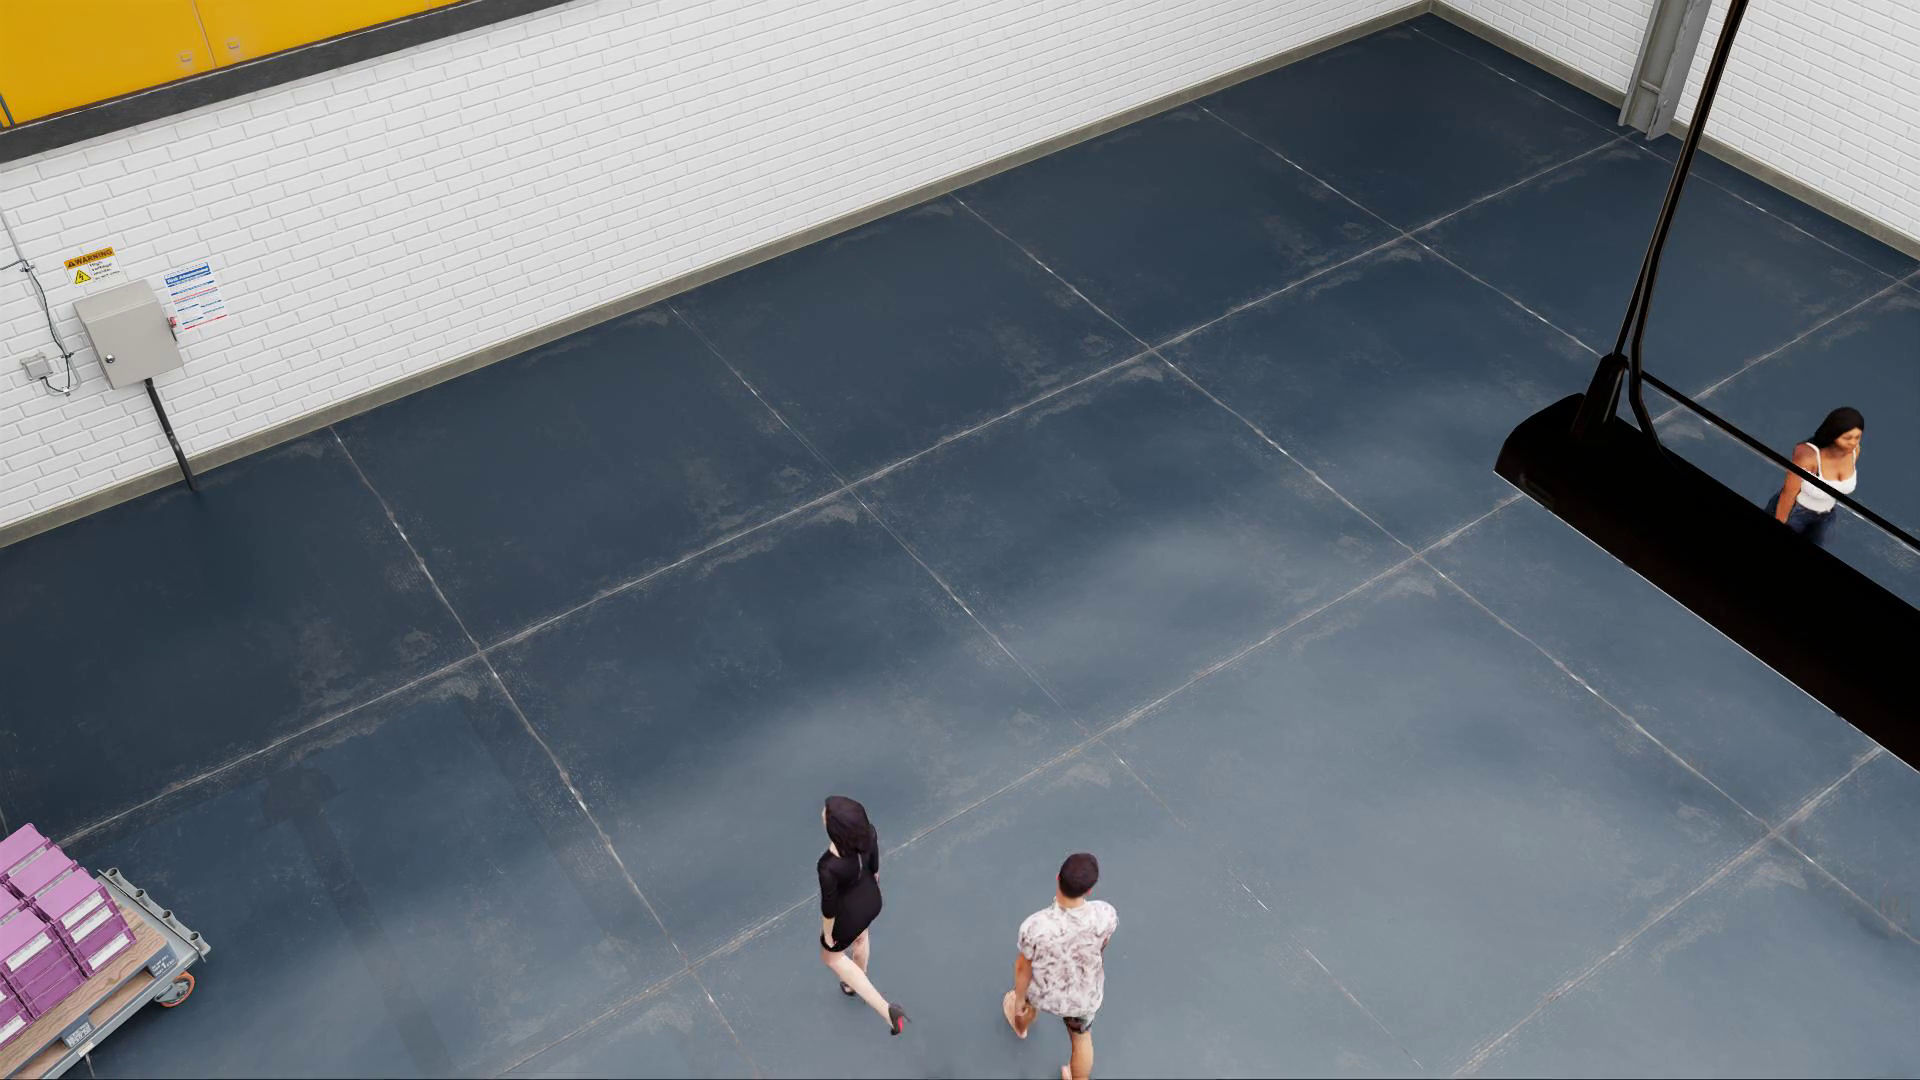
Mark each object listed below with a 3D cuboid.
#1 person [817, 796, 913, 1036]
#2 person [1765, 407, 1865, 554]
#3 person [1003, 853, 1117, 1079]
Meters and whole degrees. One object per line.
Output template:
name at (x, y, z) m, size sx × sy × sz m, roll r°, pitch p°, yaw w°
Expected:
person at (-0.504, 2.011, 8.766) m, size 0.897 × 1.794 × 0.726 m, roll 29°, pitch 50°, yaw 27°
person at (5.562, -0.233, 11.119) m, size 0.766 × 1.797 × 0.795 m, roll -7°, pitch 44°, yaw -8°
person at (0.552, 2.318, 8.452) m, size 0.929 × 1.782 × 1.095 m, roll -7°, pitch 44°, yaw -7°
